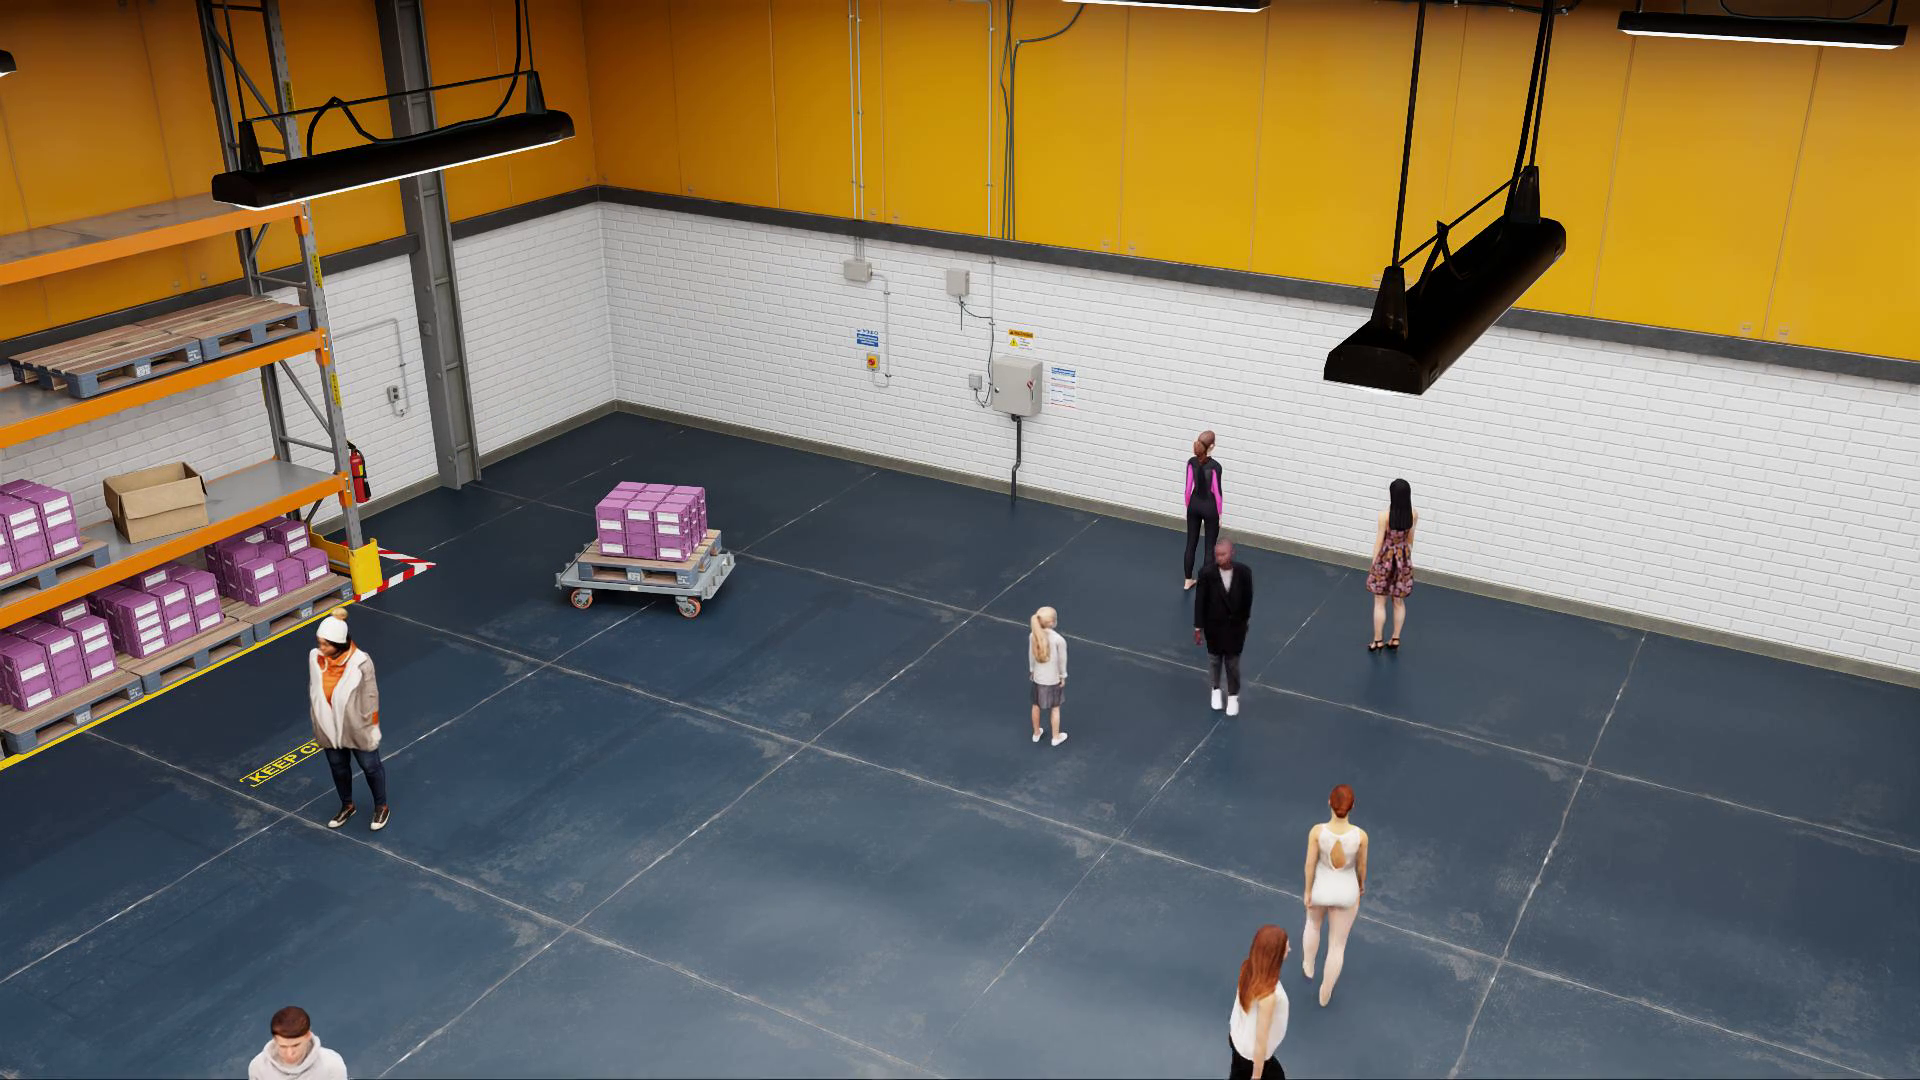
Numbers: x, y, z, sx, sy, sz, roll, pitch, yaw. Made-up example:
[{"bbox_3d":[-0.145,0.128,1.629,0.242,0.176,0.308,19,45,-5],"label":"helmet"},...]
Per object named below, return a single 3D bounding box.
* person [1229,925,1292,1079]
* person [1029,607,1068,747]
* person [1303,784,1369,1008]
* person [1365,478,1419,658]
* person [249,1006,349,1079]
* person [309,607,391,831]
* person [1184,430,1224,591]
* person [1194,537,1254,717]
[{"bbox_3d":[1.619,2.959,9.640,0.787,1.708,0.725,-4,24,-8],"label":"person"},{"bbox_3d":[0.747,1.161,14.293,0.504,1.275,0.522,11,26,24],"label":"person"},{"bbox_3d":[2.475,2.397,11.027,0.652,1.626,0.764,7,24,15],"label":"person"},{"bbox_3d":[4.086,0.257,15.740,0.799,1.773,0.864,-8,25,-17],"label":"person"},{"bbox_3d":[-3.463,3.194,8.943,0.981,1.835,1.066,-2,24,-5],"label":"person"},{"bbox_3d":[-4.790,1.375,13.017,0.799,1.905,0.812,2,24,6],"label":"person"},{"bbox_3d":[2.492,-0.298,17.036,0.559,1.752,0.561,14,27,29],"label":"person"},{"bbox_3d":[2.356,0.725,14.722,0.782,1.730,0.830,-1,24,-2],"label":"person"}]
